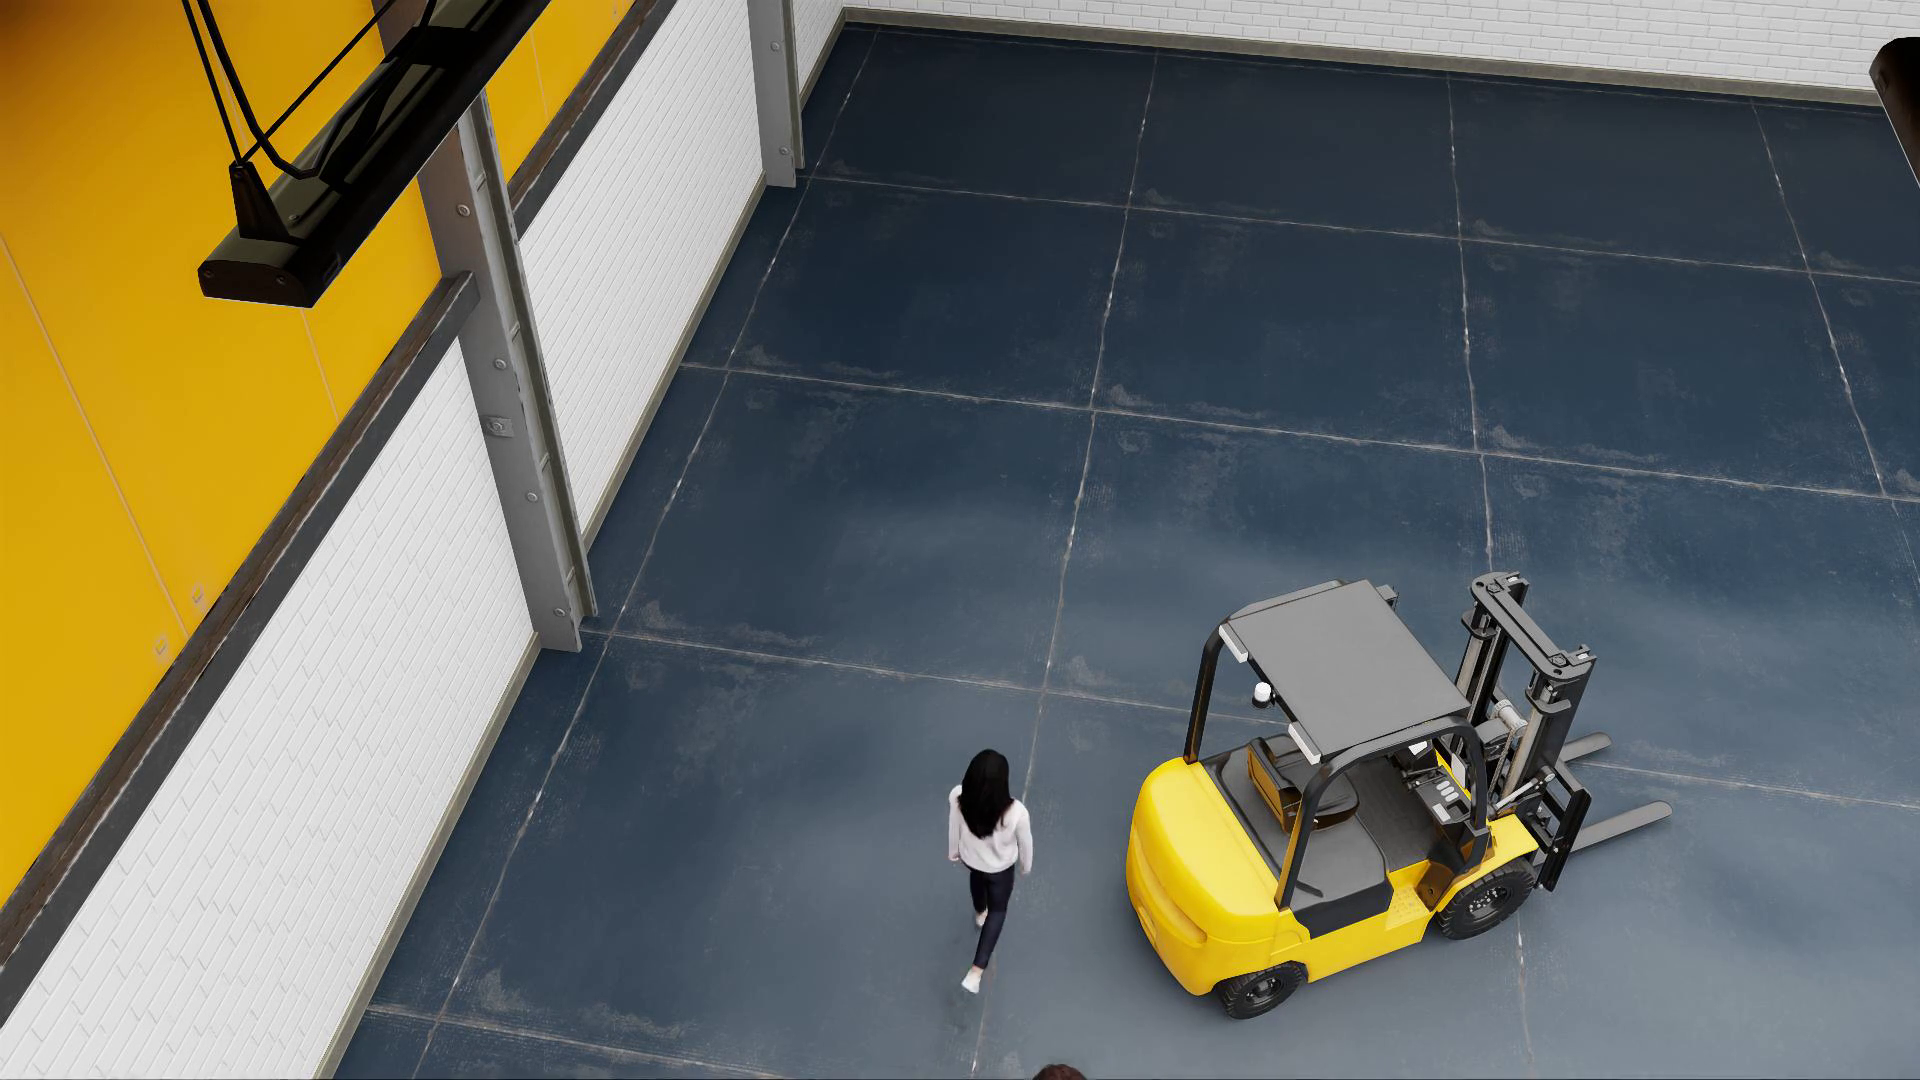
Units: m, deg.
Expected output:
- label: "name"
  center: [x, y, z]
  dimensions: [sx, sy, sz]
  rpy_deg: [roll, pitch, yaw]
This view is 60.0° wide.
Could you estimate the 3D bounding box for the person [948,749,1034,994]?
- label: "person"
  center: [0.122, 1.791, 9.033]
  dimensions: [0.753, 1.677, 1.078]
  rpy_deg: [15, 46, 15]
